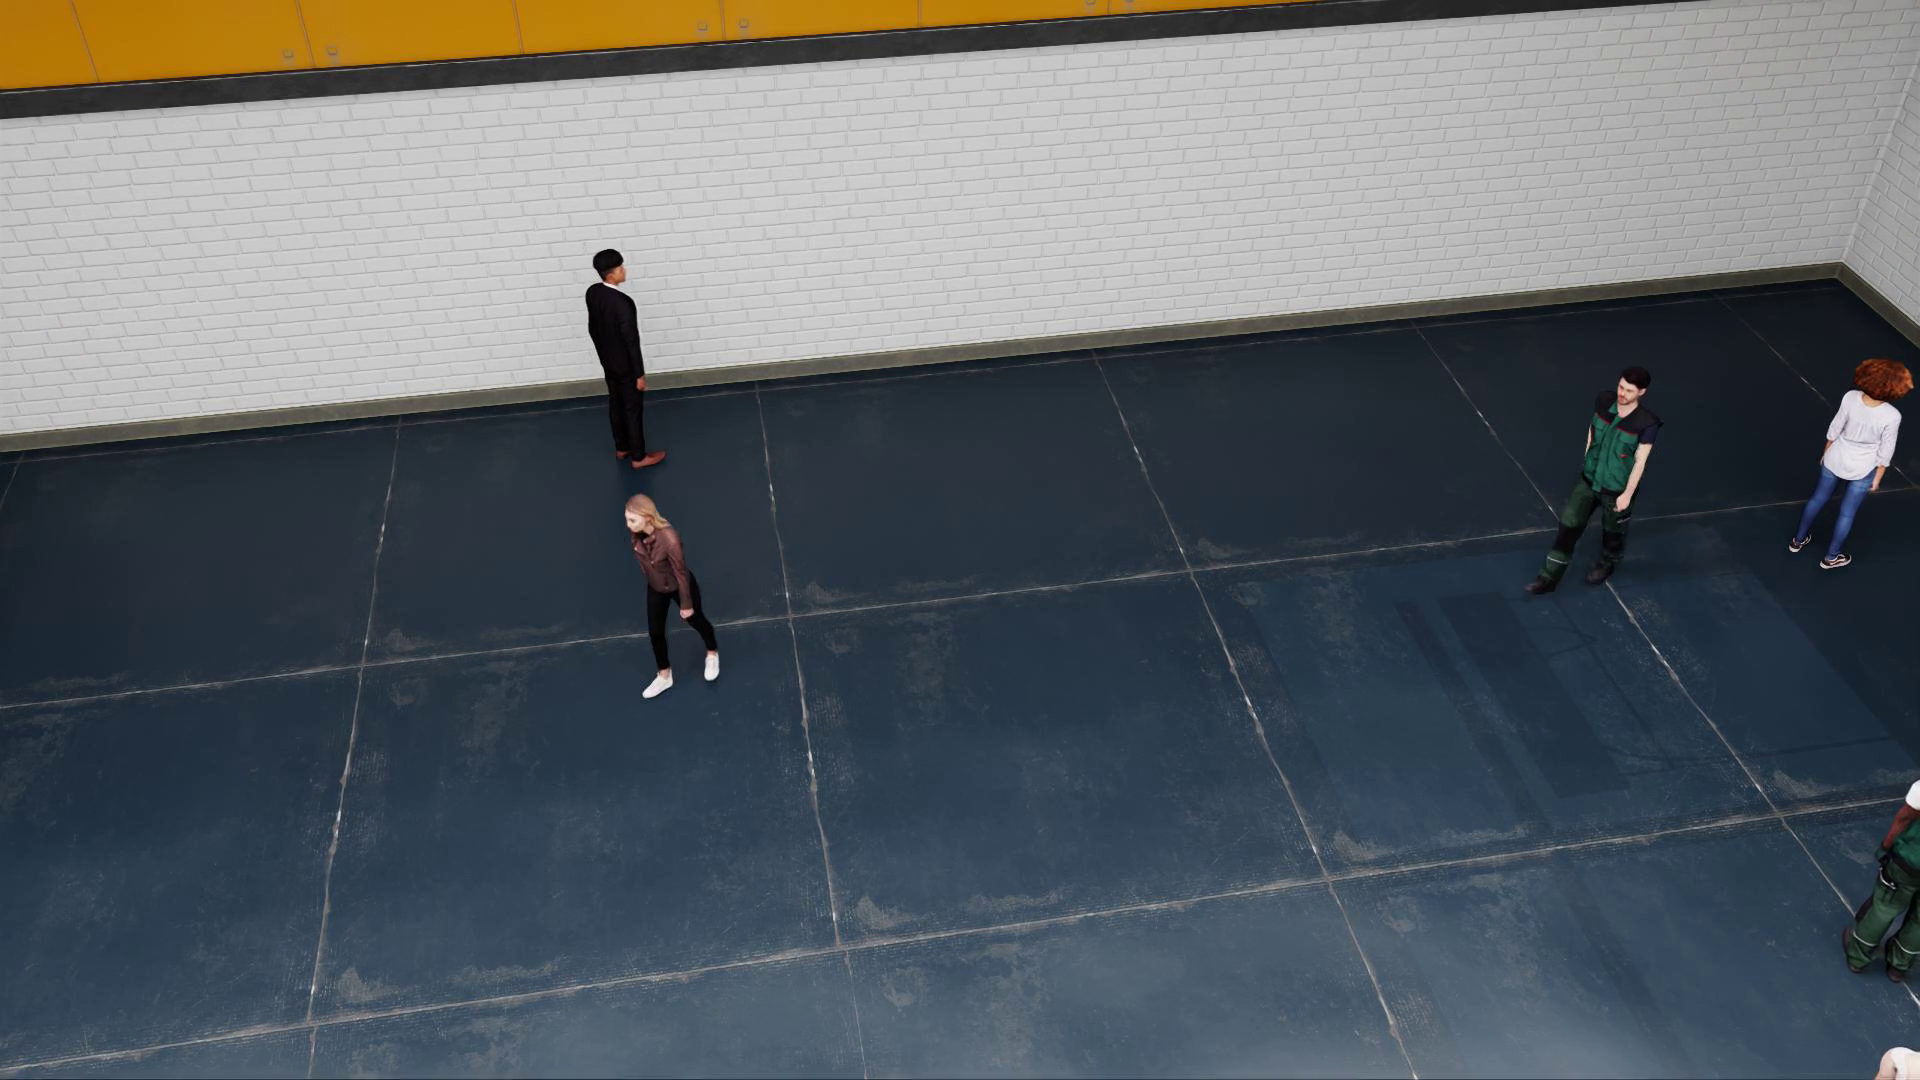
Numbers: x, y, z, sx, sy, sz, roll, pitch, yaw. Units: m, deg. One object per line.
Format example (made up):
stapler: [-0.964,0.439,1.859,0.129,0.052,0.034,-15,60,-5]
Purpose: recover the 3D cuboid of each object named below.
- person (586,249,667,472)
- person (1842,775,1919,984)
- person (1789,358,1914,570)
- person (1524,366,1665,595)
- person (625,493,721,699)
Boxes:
person: [-2.661,-1.403,12.989,0.717,1.877,0.828,31,48,33]
person: [5.299,1.737,9.090,0.751,1.838,0.734,7,39,9]
person: [6.472,-0.571,12.079,0.795,1.713,0.685,-23,44,-26]
person: [4.663,-0.436,11.793,1.089,1.859,1.162,-28,46,-30]
person: [-1.862,0.301,11.031,0.877,1.658,0.952,19,42,22]
